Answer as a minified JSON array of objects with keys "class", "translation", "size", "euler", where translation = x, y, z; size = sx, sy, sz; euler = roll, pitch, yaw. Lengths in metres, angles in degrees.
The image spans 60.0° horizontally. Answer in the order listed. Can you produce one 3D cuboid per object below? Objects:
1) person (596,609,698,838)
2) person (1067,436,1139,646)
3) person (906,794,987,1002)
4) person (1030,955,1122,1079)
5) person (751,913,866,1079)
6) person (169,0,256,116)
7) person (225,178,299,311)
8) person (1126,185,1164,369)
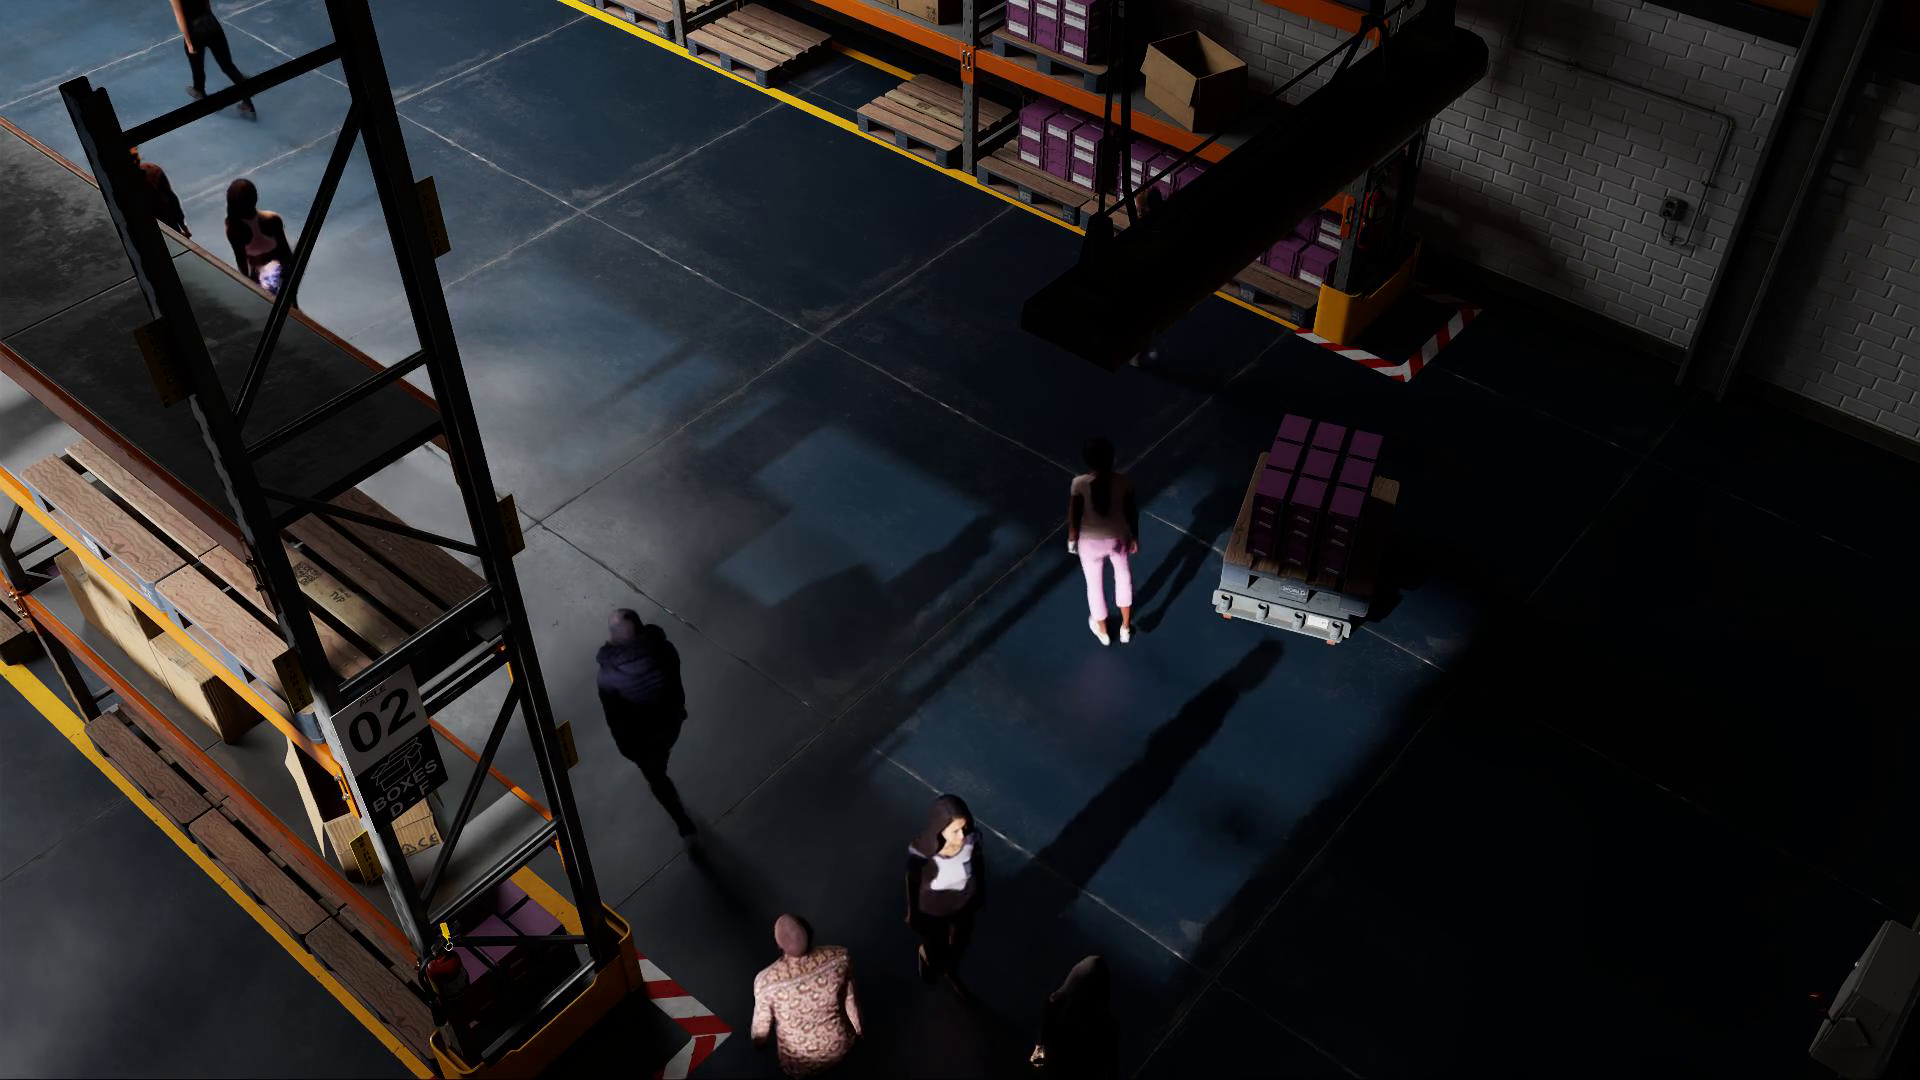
[{"class":"person","translation":[-1.829,1.102,9.879],"size":[0.784,1.652,1.084],"euler":[-29,51,-27]},{"class":"person","translation":[0.958,0.040,10.941],"size":[0.792,1.725,0.850],"euler":[3,44,3]},{"class":"person","translation":[-0.112,1.900,9.010],"size":[0.701,1.695,0.729],"euler":[-21,48,-21]},{"class":"person","translation":[0.528,2.681,8.177],"size":[1.034,1.714,0.679],"euler":[29,51,27]},{"class":"person","translation":[-0.690,2.548,8.271],"size":[0.956,1.776,1.280],"euler":[-23,48,-22]},{"class":"person","translation":[-7.294,-4.882,16.166],"size":[1.158,1.644,0.738],"euler":[24,49,23]},{"class":"person","translation":[-5.364,-1.985,13.048],"size":[0.714,1.752,0.803],"euler":[-20,47,-20]},{"class":"person","translation":[1.501,-2.029,13.119],"size":[0.653,1.717,0.664],"euler":[26,49,25]}]
